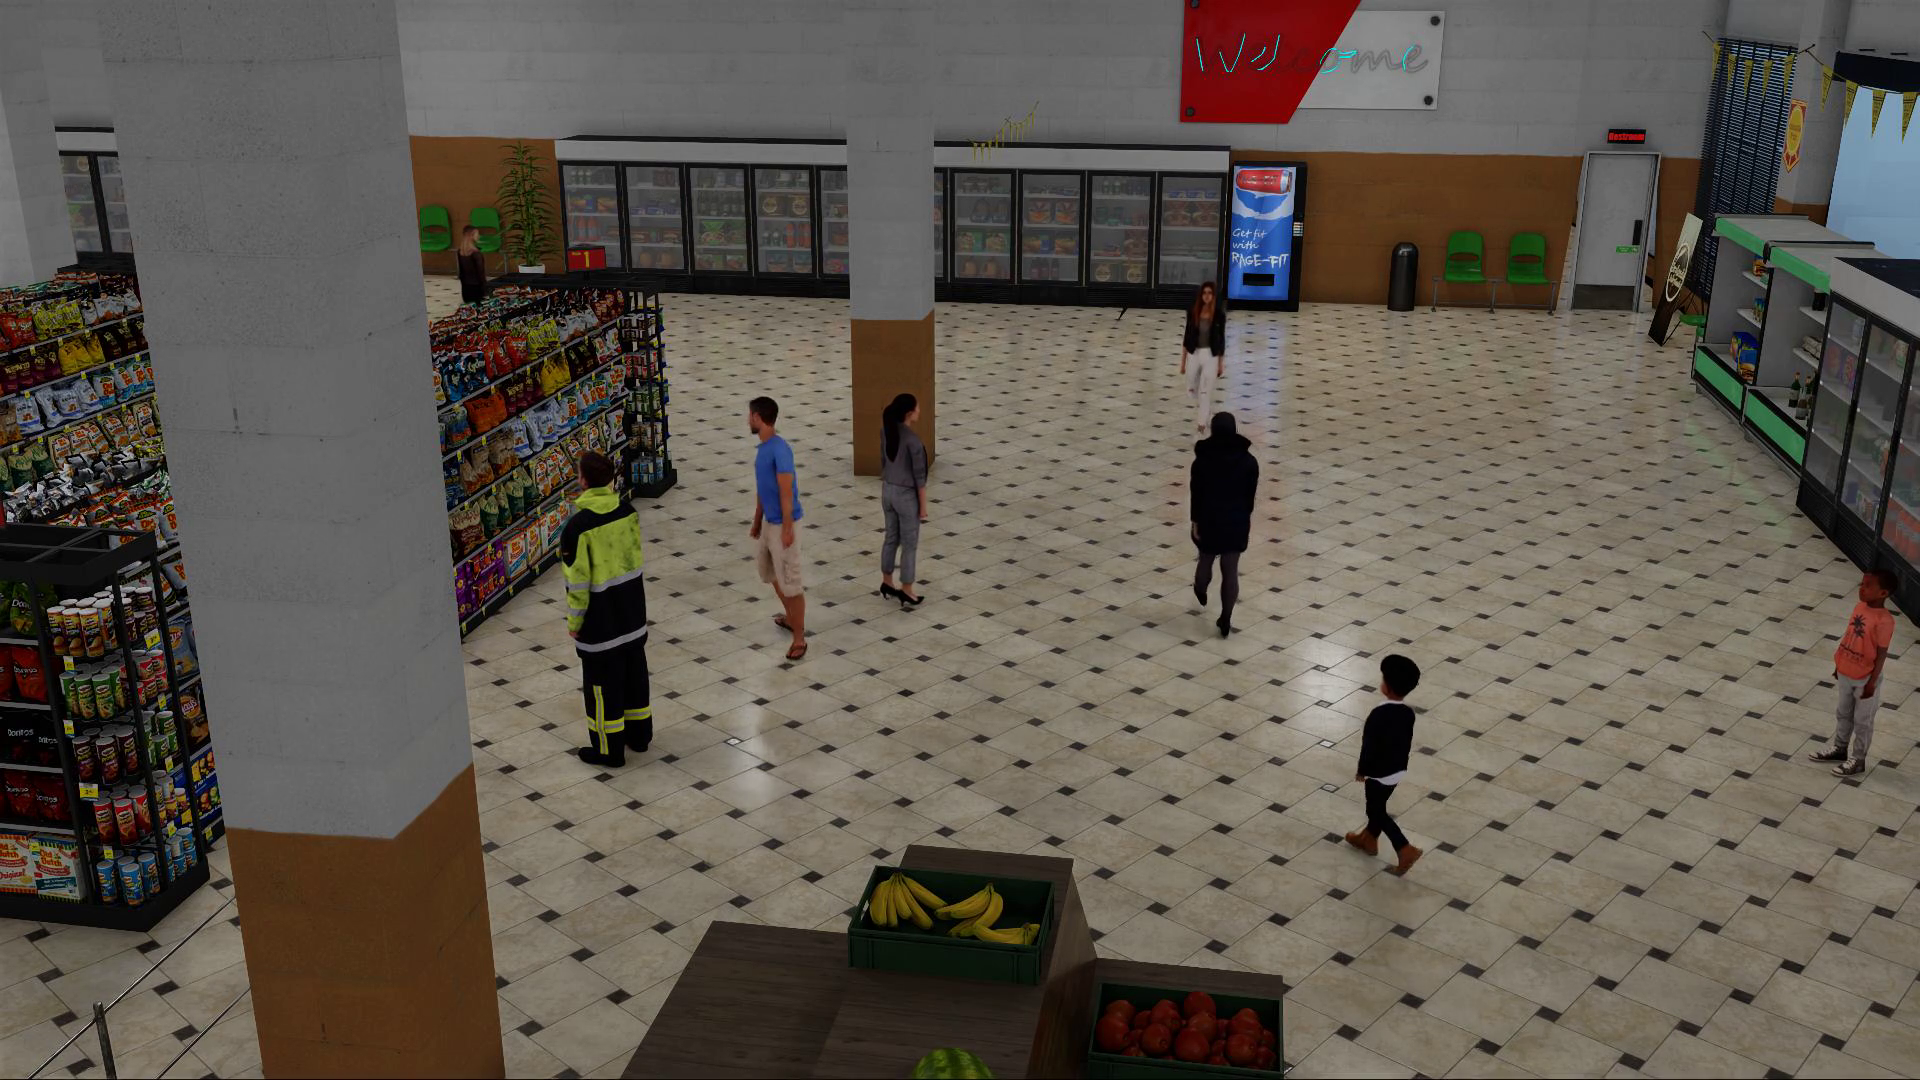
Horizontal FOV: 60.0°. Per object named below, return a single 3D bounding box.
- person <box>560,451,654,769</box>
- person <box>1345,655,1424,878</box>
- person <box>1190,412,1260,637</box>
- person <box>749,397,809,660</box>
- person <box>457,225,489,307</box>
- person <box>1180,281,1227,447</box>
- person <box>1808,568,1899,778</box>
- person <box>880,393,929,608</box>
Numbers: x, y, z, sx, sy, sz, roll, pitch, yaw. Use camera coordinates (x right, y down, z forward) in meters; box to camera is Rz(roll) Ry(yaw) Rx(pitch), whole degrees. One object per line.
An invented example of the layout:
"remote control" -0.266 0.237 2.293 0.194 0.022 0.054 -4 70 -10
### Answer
"person" -2.161 0.412 10.170 0.915 1.983 0.738 11 22 30
"person" 2.328 1.219 8.981 0.793 1.214 0.838 -13 23 -34
"person" 1.946 -0.097 12.213 0.744 1.643 1.040 1 19 2
"person" -1.254 -0.099 11.928 0.986 1.827 0.841 -15 24 -37
"person" -6.189 -3.141 21.146 0.675 1.703 0.670 14 23 36
"person" 2.547 -1.868 17.399 0.763 1.684 1.063 8 20 22
"person" 5.484 0.788 10.107 0.597 1.311 0.493 -3 19 -8
"person" -0.459 -0.307 12.790 0.758 1.671 0.723 -17 25 -41
